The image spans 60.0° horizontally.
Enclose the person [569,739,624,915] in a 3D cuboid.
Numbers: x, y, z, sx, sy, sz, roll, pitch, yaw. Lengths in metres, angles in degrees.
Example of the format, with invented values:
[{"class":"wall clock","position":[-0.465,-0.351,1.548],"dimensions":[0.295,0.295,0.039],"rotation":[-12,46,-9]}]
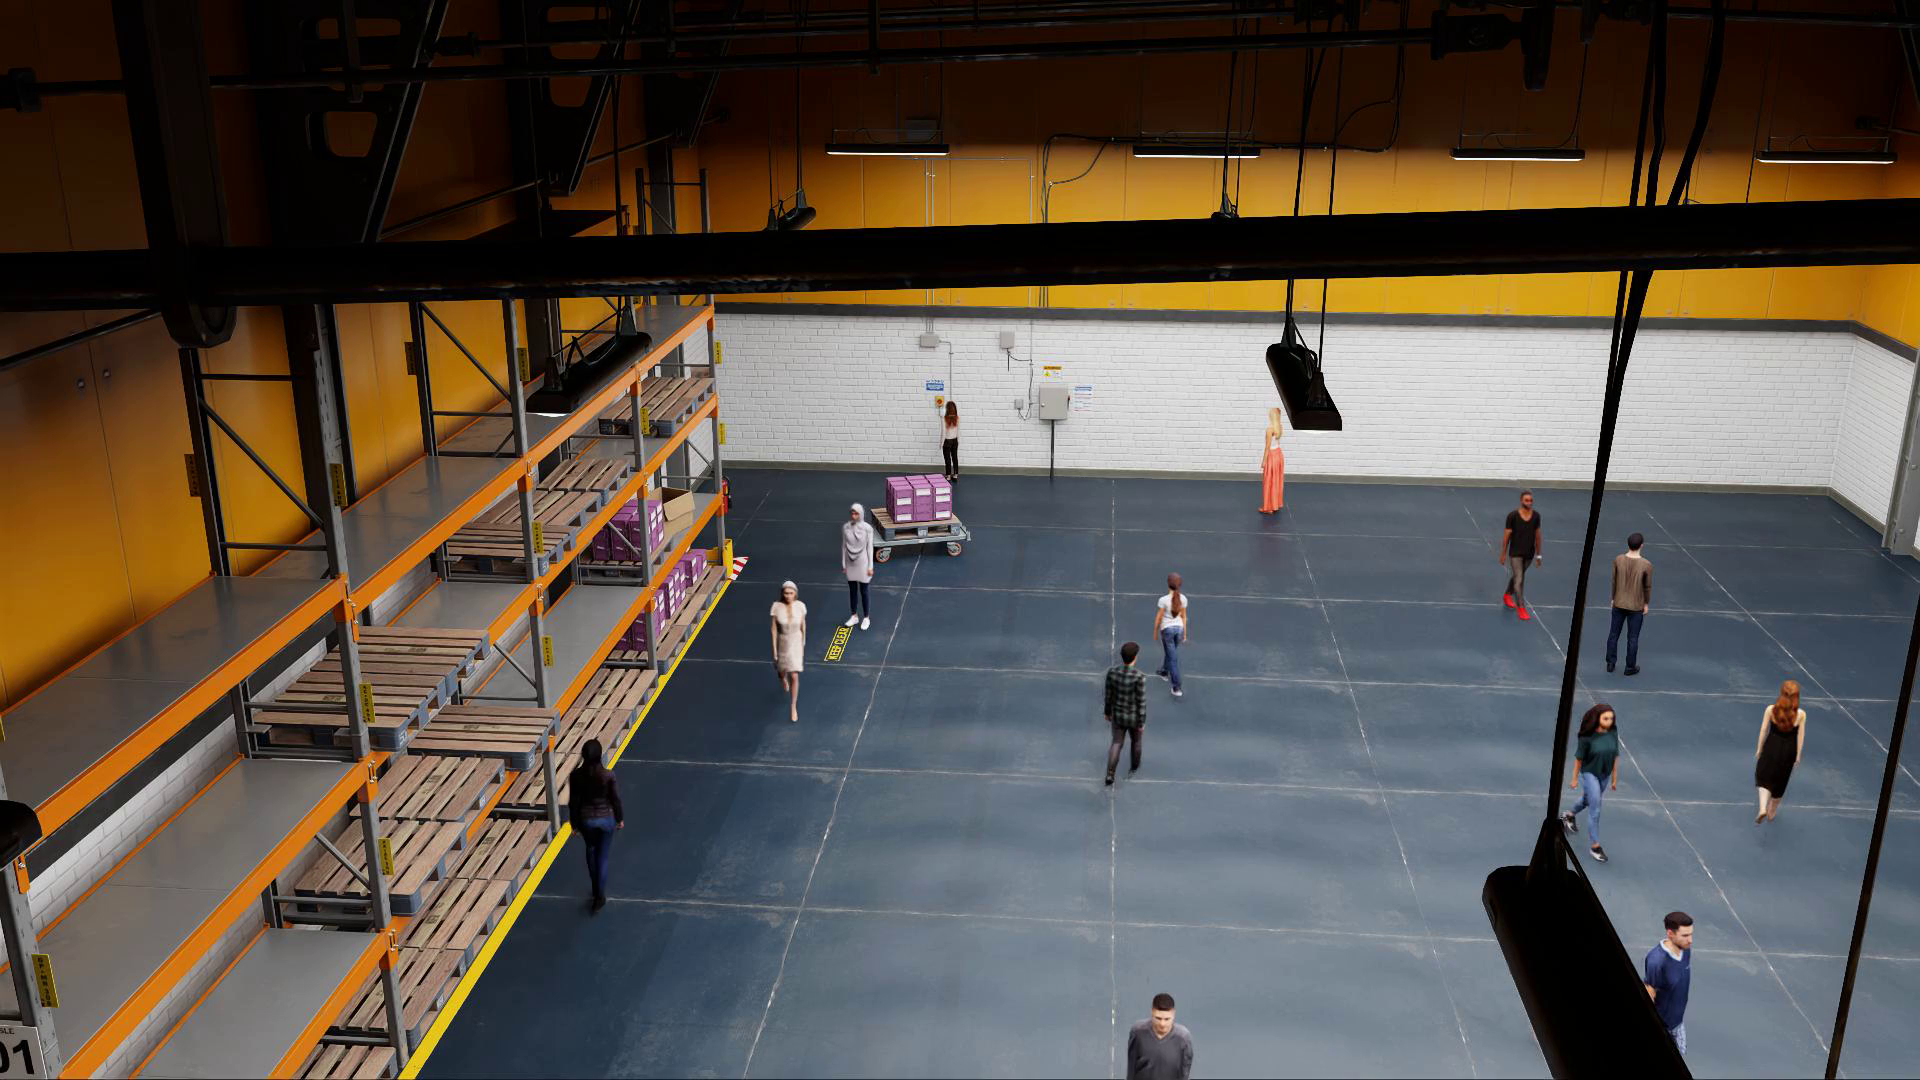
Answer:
[{"class":"person","position":[-3.465,2.740,15.755],"dimensions":[0.669,1.730,0.700],"rotation":[0,19,-1]}]

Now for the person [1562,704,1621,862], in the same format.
[{"class":"person","position":[6.449,2.395,17.013],"dimensions":[0.828,1.581,1.156],"rotation":[-4,19,-13]}]

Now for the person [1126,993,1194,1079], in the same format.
[{"class":"person","position":[1.430,3.979,12.093],"dimensions":[0.624,1.719,1.033],"rotation":[2,19,5]}]

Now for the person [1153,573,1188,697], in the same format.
[{"class":"person","position":[2.654,1.193,20.680],"dimensions":[0.809,1.518,1.109],"rotation":[-5,19,-15]}]

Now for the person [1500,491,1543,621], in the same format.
[{"class":"person","position":[7.840,0.175,23.328],"dimensions":[0.829,1.759,1.211],"rotation":[-2,19,-6]}]

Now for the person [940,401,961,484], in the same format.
[{"class":"person","position":[-0.164,-1.736,29.432],"dimensions":[0.618,1.484,0.654],"rotation":[-11,22,-30]}]

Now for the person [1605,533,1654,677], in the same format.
[{"class":"person","position":[8.542,0.807,21.245],"dimensions":[0.743,1.889,0.755],"rotation":[13,23,34]}]

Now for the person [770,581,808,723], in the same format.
[{"class":"person","position":[-2.084,1.293,20.078],"dimensions":[0.763,1.713,1.083],"rotation":[-3,19,-10]}]

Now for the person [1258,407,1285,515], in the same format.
[{"class":"person","position":[5.227,-1.337,27.748],"dimensions":[0.782,1.803,0.688],"rotation":[14,23,35]}]

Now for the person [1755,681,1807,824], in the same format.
[{"class":"person","position":[8.556,2.263,17.365],"dimensions":[0.728,1.606,0.917],"rotation":[8,20,22]}]

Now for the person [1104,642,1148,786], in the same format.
[{"class":"person","position":[1.832,1.968,18.526],"dimensions":[0.910,1.691,1.116],"rotation":[8,20,24]}]

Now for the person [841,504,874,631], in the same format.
[{"class":"person","position":[-1.393,0.341,22.806],"dimensions":[0.658,1.776,0.607],"rotation":[7,20,20]}]
